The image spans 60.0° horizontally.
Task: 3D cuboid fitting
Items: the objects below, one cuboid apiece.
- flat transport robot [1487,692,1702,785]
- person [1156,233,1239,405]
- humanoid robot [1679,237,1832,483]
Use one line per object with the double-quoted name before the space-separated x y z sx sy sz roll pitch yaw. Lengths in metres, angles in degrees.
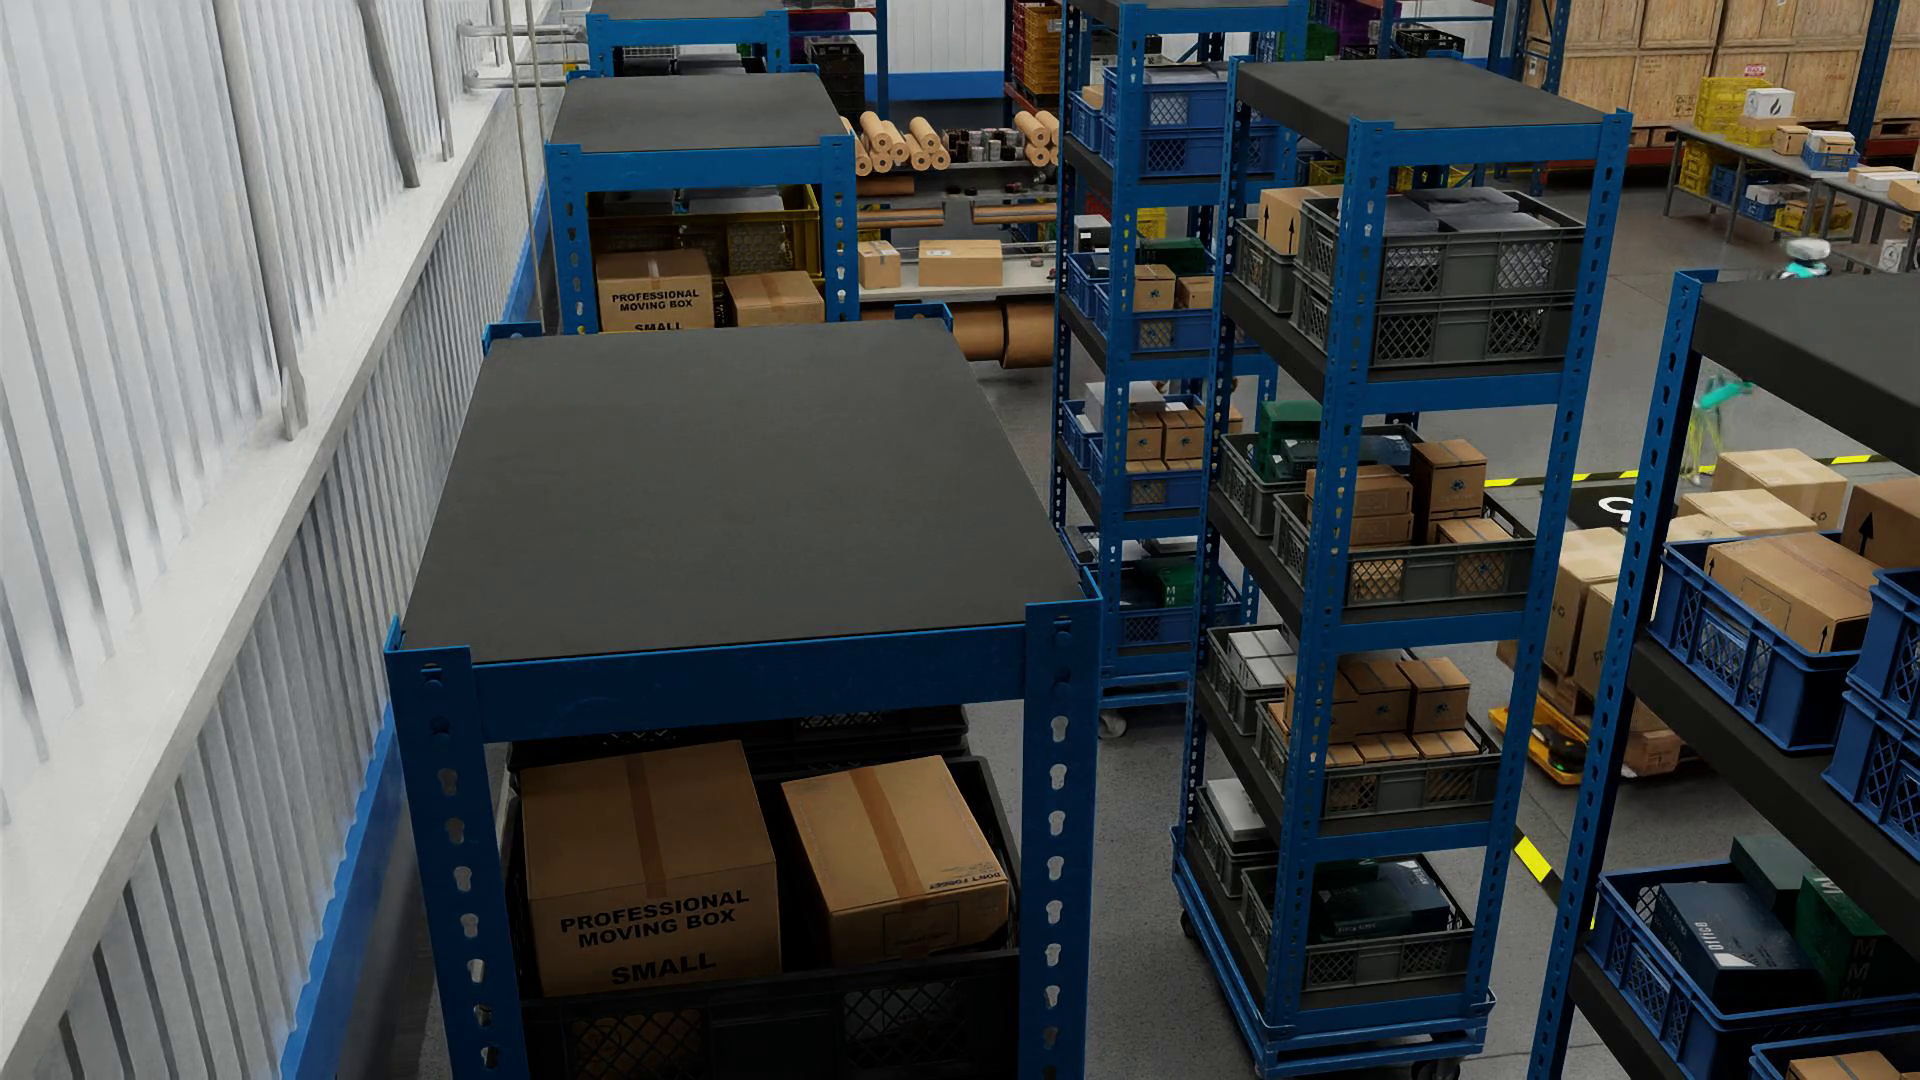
"flat transport robot" 3.462 0.883 8.346 1.431 0.197 0.652 -7 26 -14
"person" 1.545 -1.094 10.782 0.589 1.852 0.365 -4 25 -8
"humanoid robot" 5.257 -1.208 11.184 0.550 1.772 0.808 -18 30 -34
